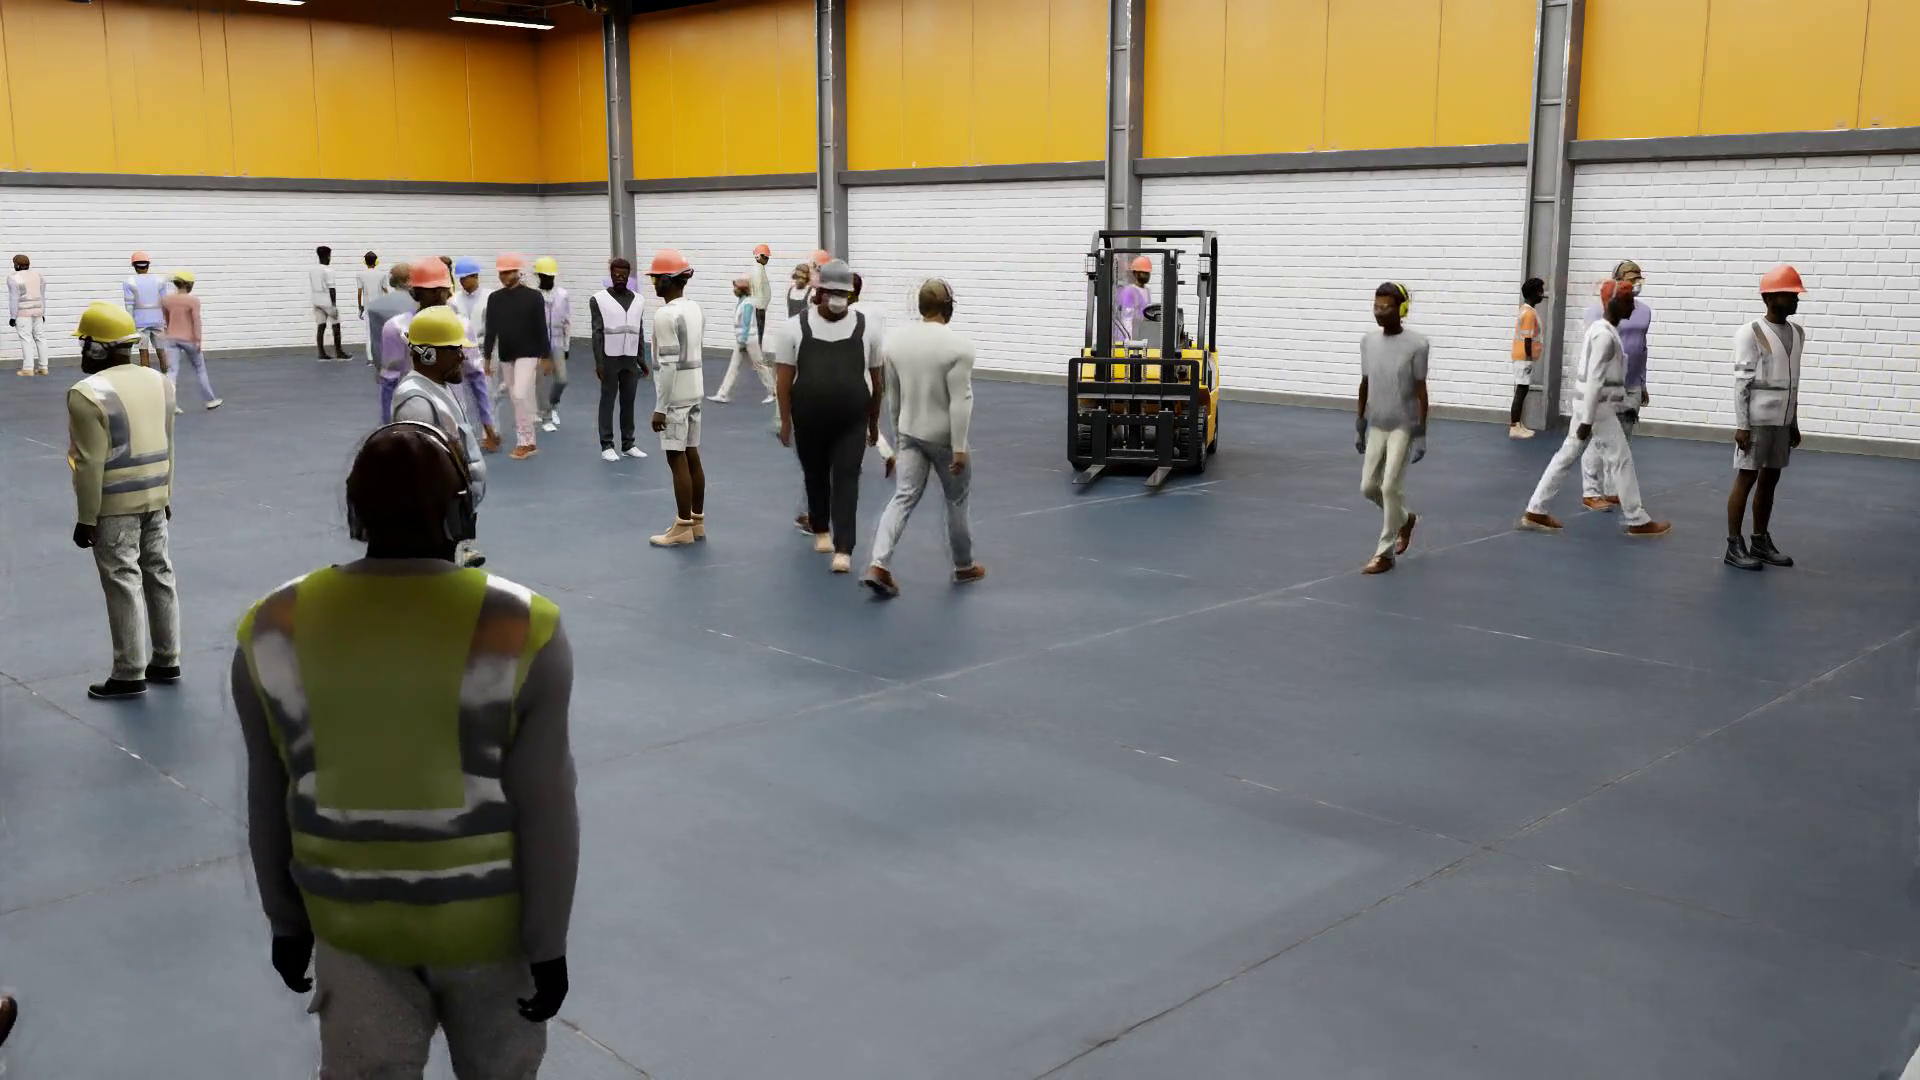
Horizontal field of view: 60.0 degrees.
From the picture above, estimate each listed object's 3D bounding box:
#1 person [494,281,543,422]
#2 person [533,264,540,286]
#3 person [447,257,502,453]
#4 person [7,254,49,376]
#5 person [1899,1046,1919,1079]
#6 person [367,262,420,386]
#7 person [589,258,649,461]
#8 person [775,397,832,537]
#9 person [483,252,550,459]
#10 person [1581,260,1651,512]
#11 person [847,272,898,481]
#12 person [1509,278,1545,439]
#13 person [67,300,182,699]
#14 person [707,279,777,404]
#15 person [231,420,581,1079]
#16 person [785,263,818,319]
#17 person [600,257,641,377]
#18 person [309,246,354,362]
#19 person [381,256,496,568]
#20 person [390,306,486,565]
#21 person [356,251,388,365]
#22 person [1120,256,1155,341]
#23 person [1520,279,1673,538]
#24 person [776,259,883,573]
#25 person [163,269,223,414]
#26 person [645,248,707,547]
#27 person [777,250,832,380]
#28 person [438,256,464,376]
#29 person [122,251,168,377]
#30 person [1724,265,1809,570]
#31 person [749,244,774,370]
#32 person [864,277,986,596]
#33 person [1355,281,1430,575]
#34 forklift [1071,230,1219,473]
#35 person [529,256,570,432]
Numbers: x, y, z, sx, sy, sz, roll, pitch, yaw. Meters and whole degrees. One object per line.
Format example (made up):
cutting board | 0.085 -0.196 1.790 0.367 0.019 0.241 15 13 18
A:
person | -5.114 -2.159 19.077 0.633 1.618 0.517 6 12 30
person | -7.380 -4.053 29.358 0.357 1.622 0.536 -2 11 -13
person | -4.761 -1.804 16.330 0.613 1.905 0.851 3 11 15
person | -14.216 -3.420 25.337 0.430 1.845 0.619 4 11 20
person | 2.324 0.604 3.305 0.604 1.871 0.980 -7 12 -33
person | -4.959 -1.544 14.956 0.620 1.907 0.855 -5 12 -25
person | -3.253 -1.722 15.881 0.394 1.915 0.587 10 14 43
person | -1.025 -0.843 11.925 0.610 1.608 0.545 8 13 39
person | -4.283 -1.746 15.853 0.643 1.964 0.752 4 11 19
person | 5.103 -1.190 12.909 0.627 1.940 0.372 -5 12 -27
person | -0.820 -1.429 14.547 0.867 1.829 0.546 9 14 39
person | 5.977 -1.914 17.541 0.321 1.689 0.530 3 11 16
person | -3.875 -0.182 7.693 0.404 1.837 0.589 2 11 12
person | -2.719 -2.509 21.057 0.926 1.585 0.533 -5 11 -25
person | -0.993 0.697 3.000 0.621 1.816 0.839 0 10 0
person | -1.858 -2.385 19.785 0.537 1.804 0.490 6 12 29
person | -5.057 -3.303 24.785 0.571 1.817 0.834 -8 13 -38
person | -10.693 -3.998 28.181 0.657 1.963 0.535 6 12 30
person | -3.243 -0.769 10.465 0.637 1.988 1.027 -10 14 -44
person | -2.318 -0.125 7.423 0.403 1.826 0.591 -2 11 -9
person | -9.639 -3.804 27.354 0.514 1.872 0.328 -3 11 -17
person | 2.112 -2.379 19.558 0.999 1.881 0.574 9 14 39
person | 4.528 -0.925 11.804 1.030 1.834 0.590 2 11 13
person | -0.843 -0.862 10.844 0.690 2.000 1.033 -1 10 -3
person | -9.332 -2.394 20.077 0.532 1.717 0.884 1 10 7
person | -1.958 -0.968 11.417 0.374 2.044 0.605 2 11 12
person | -2.034 -2.925 22.409 0.879 1.942 0.603 -2 11 -10
person | -7.849 -3.405 25.291 0.666 1.828 0.631 5 11 24
person | -10.777 -2.858 22.043 0.546 1.926 0.388 -9 14 -41
person | 5.189 -0.779 10.664 0.545 1.942 0.354 -5 12 -26
person | -3.156 -3.689 26.398 0.392 1.990 0.612 -1 10 -6
person | -0.212 -0.612 9.909 0.640 1.898 1.025 7 12 33
person | 2.777 -0.715 10.561 0.601 1.852 0.528 -9 14 -42
forklift | 1.804 -1.825 15.677 1.214 2.155 2.313 2 11 13
person | -4.511 -2.135 18.158 0.585 1.905 0.491 -7 12 -33
